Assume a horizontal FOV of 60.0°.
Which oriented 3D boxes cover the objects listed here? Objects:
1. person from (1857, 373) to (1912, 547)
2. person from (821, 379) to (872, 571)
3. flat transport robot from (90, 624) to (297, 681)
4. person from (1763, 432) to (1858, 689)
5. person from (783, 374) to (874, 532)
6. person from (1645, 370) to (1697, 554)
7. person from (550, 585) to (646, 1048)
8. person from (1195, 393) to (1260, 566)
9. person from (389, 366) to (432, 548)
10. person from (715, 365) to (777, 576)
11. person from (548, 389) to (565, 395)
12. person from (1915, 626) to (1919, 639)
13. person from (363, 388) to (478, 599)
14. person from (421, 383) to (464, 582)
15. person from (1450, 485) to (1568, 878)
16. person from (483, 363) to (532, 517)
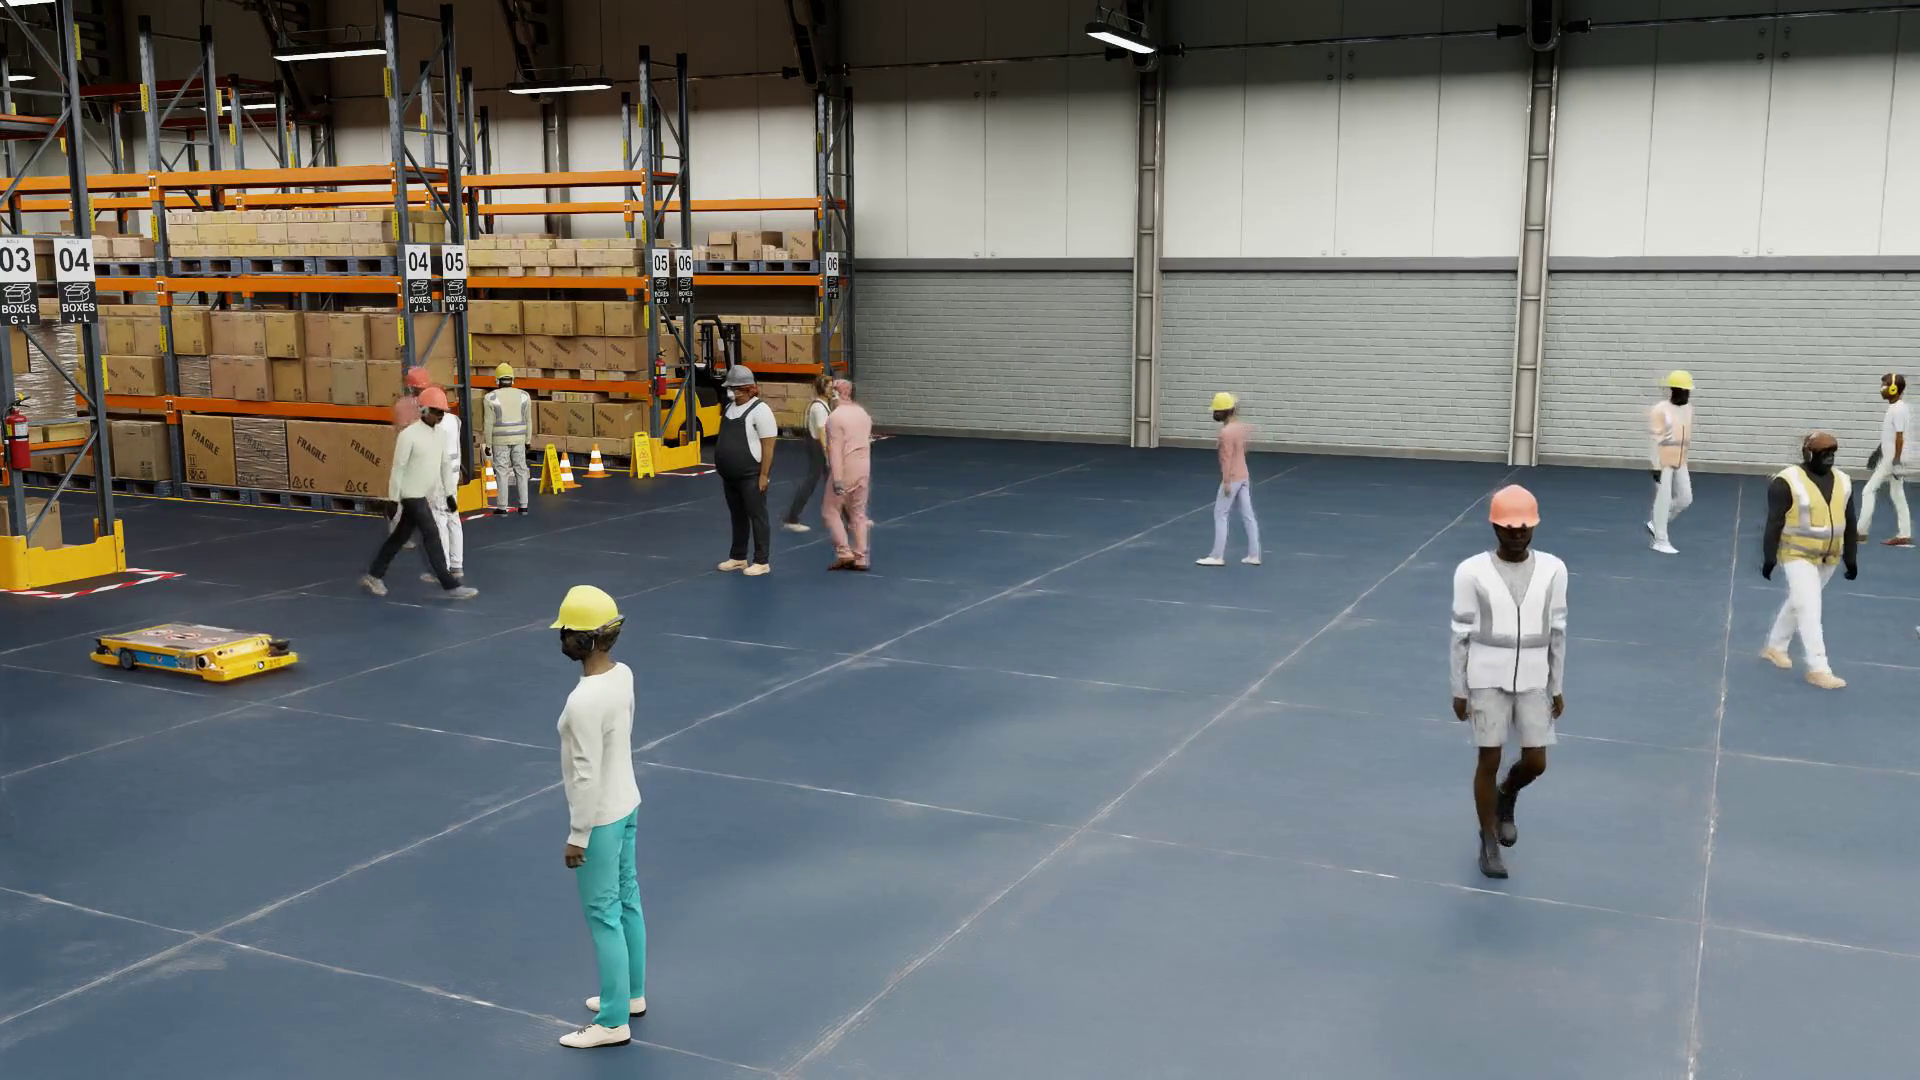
[{"bbox_3d":[9.817,-0.854,17.763,0.829,1.837,0.514,7,12,37],"label":"person"},{"bbox_3d":[-1.099,-0.624,16.238,0.491,1.880,0.665,6,11,33],"label":"person"},{"bbox_3d":[-5.694,0.813,12.339,1.431,0.197,0.652,5,10,26],"label":"flat transport robot"},{"bbox_3d":[6.137,0.109,12.010,0.641,1.798,0.950,-2,9,-12],"label":"person"},{"bbox_3d":[-1.526,-0.959,18.606,1.021,1.788,0.519,1,9,3],"label":"person"},{"bbox_3d":[7.383,-0.812,17.292,0.602,1.915,0.467,-5,10,-26],"label":"person"},{"bbox_3d":[-1.387,1.045,6.344,0.310,1.768,0.533,1,9,6],"label":"person"},{"bbox_3d":[2.707,-0.591,16.510,0.607,1.731,0.541,5,10,26],"label":"person"},{"bbox_3d":[-5.676,-0.851,17.426,0.960,1.933,0.644,5,10,27],"label":"person"},{"bbox_3d":[-2.106,-0.678,16.068,0.536,2.000,0.684,-9,13,-43],"label":"person"},{"bbox_3d":[-6.690,-2.514,28.099,0.959,1.802,0.564,7,11,35],"label":"person"},{"bbox_3d":[7.762,0.074,12.625,0.546,1.643,0.897,-2,10,-14],"label":"person"},{"bbox_3d":[-4.932,-0.415,14.940,1.144,1.911,0.592,2,9,9],"label":"person"},{"bbox_3d":[-4.926,-0.546,15.741,0.347,1.882,0.584,2,10,15],"label":"person"},{"bbox_3d":[2.663,0.674,8.130,0.557,1.923,0.509,0,9,3],"label":"person"},{"bbox_3d":[-5.399,-1.190,19.847,0.592,1.833,0.404,-7,11,-36],"label":"person"}]
